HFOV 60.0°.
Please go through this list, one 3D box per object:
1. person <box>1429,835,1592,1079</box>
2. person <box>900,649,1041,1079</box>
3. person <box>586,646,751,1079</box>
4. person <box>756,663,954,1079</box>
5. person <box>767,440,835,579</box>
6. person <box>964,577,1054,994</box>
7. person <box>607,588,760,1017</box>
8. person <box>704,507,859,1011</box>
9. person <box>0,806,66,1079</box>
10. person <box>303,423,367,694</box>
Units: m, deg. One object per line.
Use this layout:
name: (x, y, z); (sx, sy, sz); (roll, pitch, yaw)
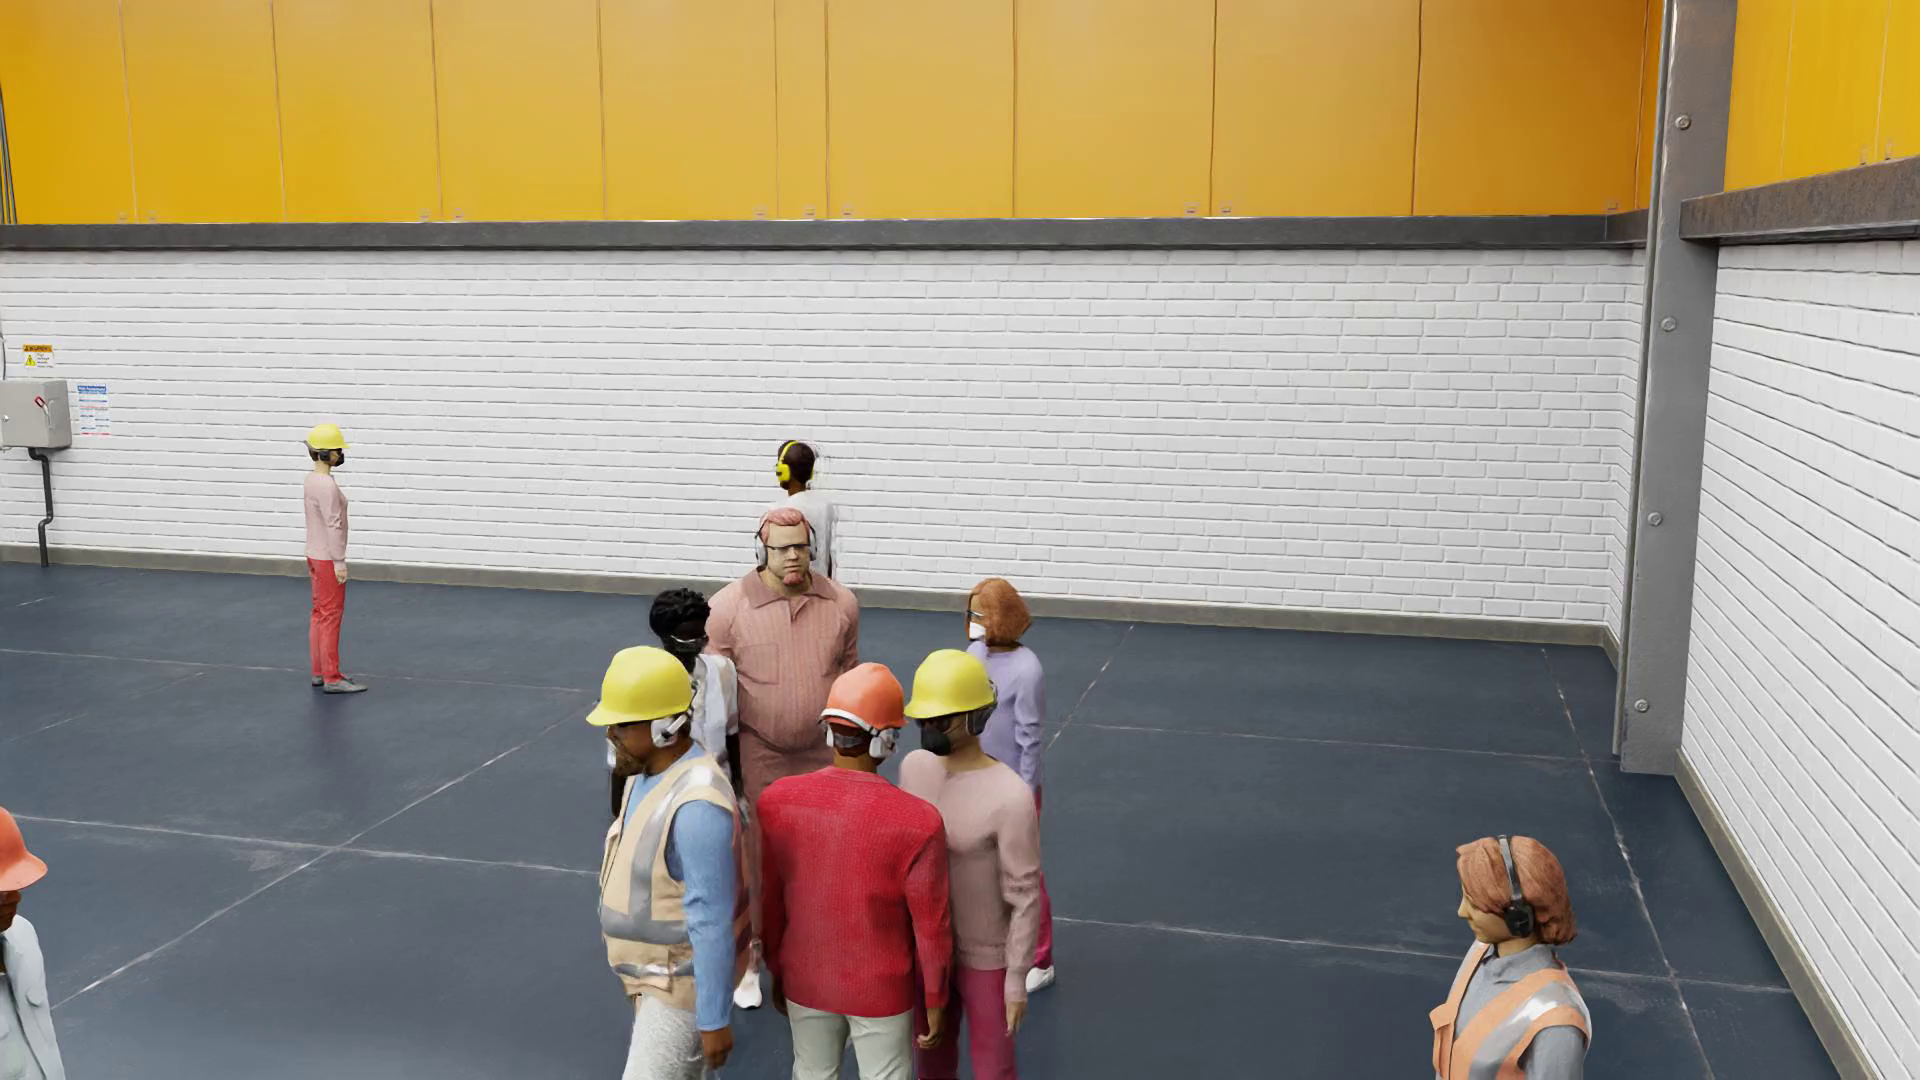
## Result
person: (1.177, 1.419, 3.598); (0.311, 1.639, 0.514); (0, 10, -1)
person: (-0.005, 1.172, 4.695); (0.549, 1.765, 0.341); (9, 13, 43)
person: (-0.787, 1.171, 4.552); (0.423, 1.812, 0.620); (-3, 10, -18)
person: (-0.279, 1.197, 4.616); (0.573, 1.738, 0.352); (3, 10, 20)
person: (-0.930, 0.372, 9.142); (0.581, 1.848, 0.551); (8, 13, 41)
person: (0.170, 0.943, 6.456); (0.303, 1.623, 0.499); (-6, 11, -31)
person: (-1.015, 0.973, 6.142); (0.473, 1.670, 0.731); (9, 13, 42)
person: (-0.655, 0.817, 6.357); (0.642, 1.910, 0.401); (-5, 11, -25)
person: (-2.030, 1.378, 3.502); (0.335, 1.749, 0.575); (-1, 10, -3)
person: (-4.109, 0.119, 10.881); (0.319, 1.767, 0.534); (-7, 12, -34)
